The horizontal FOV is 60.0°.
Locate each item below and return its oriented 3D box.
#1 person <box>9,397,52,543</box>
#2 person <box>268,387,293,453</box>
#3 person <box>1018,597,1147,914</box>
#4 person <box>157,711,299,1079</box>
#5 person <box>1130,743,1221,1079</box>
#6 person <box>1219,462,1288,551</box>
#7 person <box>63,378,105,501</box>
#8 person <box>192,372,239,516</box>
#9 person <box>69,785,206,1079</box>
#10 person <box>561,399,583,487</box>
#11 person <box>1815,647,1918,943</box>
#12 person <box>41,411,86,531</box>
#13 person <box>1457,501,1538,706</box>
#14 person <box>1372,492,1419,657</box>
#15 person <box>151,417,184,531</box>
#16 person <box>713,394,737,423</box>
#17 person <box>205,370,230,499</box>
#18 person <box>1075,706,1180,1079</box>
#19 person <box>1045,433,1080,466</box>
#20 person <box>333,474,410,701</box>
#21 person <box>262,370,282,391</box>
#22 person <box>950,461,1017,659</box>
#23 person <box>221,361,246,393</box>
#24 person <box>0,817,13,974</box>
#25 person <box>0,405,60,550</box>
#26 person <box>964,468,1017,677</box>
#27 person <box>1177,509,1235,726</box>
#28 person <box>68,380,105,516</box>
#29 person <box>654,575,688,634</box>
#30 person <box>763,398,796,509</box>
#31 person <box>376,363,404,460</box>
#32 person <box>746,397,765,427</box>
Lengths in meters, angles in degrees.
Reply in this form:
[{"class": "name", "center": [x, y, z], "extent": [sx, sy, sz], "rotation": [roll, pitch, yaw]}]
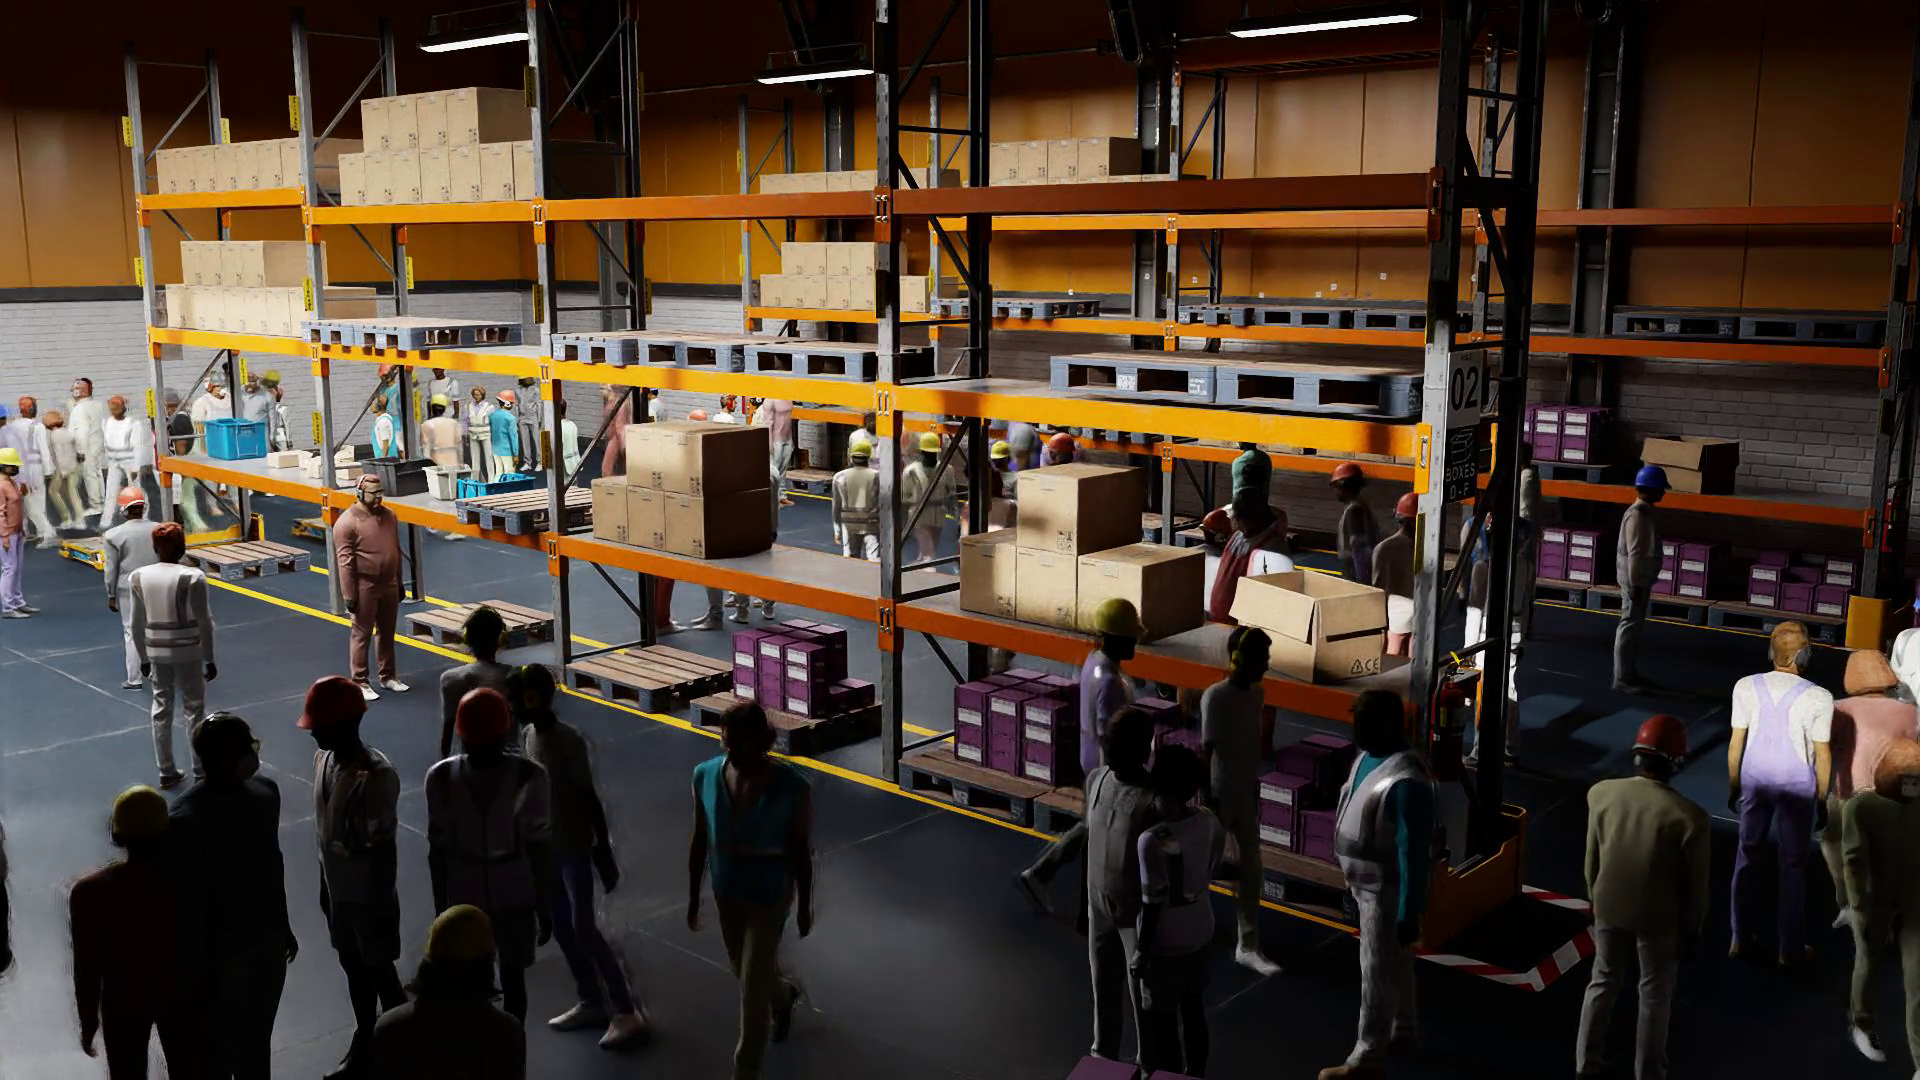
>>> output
[{"class": "person", "center": [-11.852, -0.891, 21.212], "extent": [0.571, 1.876, 0.354], "rotation": [3, 10, 15]}, {"class": "person", "center": [-10.396, -1.505, 25.334], "extent": [0.523, 1.639, 0.306], "rotation": [4, 11, 20]}, {"class": "person", "center": [0.793, 1.225, 9.220], "extent": [0.887, 1.886, 0.613], "rotation": [0, 10, -2]}, {"class": "person", "center": [-2.917, 1.637, 6.724], "extent": [0.372, 1.940, 0.632], "rotation": [2, 10, 13]}, {"class": "person", "center": [0.903, 1.691, 7.097], "extent": [0.316, 1.699, 0.540], "rotation": [8, 13, 37]}, {"class": "person", "center": [2.477, 0.316, 14.146], "extent": [0.606, 1.958, 0.374], "rotation": [3, 10, 17]}, {"class": "person", "center": [-12.880, -1.455, 24.434], "extent": [1.005, 1.869, 0.603], "rotation": [5, 11, 24]}, {"class": "person", "center": [-10.390, -1.369, 23.433], "extent": [0.535, 2.000, 0.680], "rotation": [7, 12, 33]}, {"class": "person", "center": [-3.173, 1.773, 6.520], "extent": [0.524, 1.738, 0.825], "rotation": [-6, 11, -29]}, {"class": "person", "center": [-4.916, -0.824, 20.739], "extent": [0.390, 1.911, 0.584], "rotation": [1, 10, 8]}, {"class": "person", "center": [4.922, 1.383, 9.061], "extent": [0.519, 1.618, 0.386], "rotation": [1, 10, 3]}, {"class": "person", "center": [-11.921, -0.918, 22.122], "extent": [0.452, 1.598, 0.522], "rotation": [-2, 10, -11]}, {"class": "person", "center": [4.396, 0.466, 13.644], "extent": [0.654, 1.838, 0.444], "rotation": [2, 10, 9]}, {"class": "person", "center": [3.312, 0.619, 12.355], "extent": [0.621, 1.985, 0.408], "rotation": [-6, 12, -29]}, {"class": "person", "center": [-9.867, -0.719, 20.719], "extent": [0.320, 1.698, 0.537], "rotation": [-5, 11, -28]}, {"class": "person", "center": [-3.129, -1.047, 22.196], "extent": [0.393, 1.836, 0.560], "rotation": [-6, 11, -29]}, {"class": "person", "center": [-11.080, -1.581, 24.955], "extent": [0.369, 1.931, 0.638], "rotation": [-9, 13, -41]}, {"class": "person", "center": [0.702, 1.609, 7.146], "extent": [0.507, 1.846, 0.345], "rotation": [10, 14, 44]}, {"class": "person", "center": [0.949, -0.046, 16.082], "extent": [0.396, 1.992, 0.623], "rotation": [-2, 10, -9]}, {"class": "person", "center": [-4.899, 0.387, 13.927], "extent": [0.400, 1.900, 0.636], "rotation": [5, 11, 25]}, {"class": "person", "center": [-11.581, -1.996, 27.916], "extent": [0.473, 1.714, 0.511], "rotation": [-4, 11, -21]}, {"class": "person", "center": [0.241, 0.201, 14.887], "extent": [0.655, 1.926, 0.450], "rotation": [-6, 12, -32]}, {"class": "person", "center": [-11.613, -1.908, 26.725], "extent": [0.626, 1.954, 0.400], "rotation": [2, 10, 13]}, {"class": "person", "center": [-4.114, 1.650, 6.635], "extent": [0.604, 1.938, 0.745], "rotation": [-8, 13, -37]}, {"class": "person", "center": [-11.646, -0.756, 20.455], "extent": [0.998, 1.875, 0.629], "rotation": [-7, 12, -36]}, {"class": "person", "center": [0.312, 0.306, 14.522], "extent": [0.623, 1.849, 0.475], "rotation": [3, 10, 15]}, {"class": "person", "center": [1.953, 0.623, 13.024], "extent": [0.380, 1.742, 0.570], "rotation": [-9, 14, -42]}, {"class": "person", "center": [-12.282, -1.289, 23.363], "extent": [0.405, 1.904, 0.653], "rotation": [-2, 10, -10]}, {"class": "person", "center": [-2.908, -0.027, 16.231], "extent": [0.399, 1.906, 0.603], "rotation": [-7, 12, -33]}, {"class": "person", "center": [-2.607, -1.426, 24.056], "extent": [0.355, 1.933, 0.633], "rotation": [5, 11, 27]}, {"class": "person", "center": [-8.663, -1.709, 25.400], "extent": [0.609, 2.031, 0.437], "rotation": [8, 13, 40]}, {"class": "person", "center": [-2.944, -1.390, 24.412], "extent": [0.355, 1.737, 0.577], "rotation": [-3, 11, -18]}]
